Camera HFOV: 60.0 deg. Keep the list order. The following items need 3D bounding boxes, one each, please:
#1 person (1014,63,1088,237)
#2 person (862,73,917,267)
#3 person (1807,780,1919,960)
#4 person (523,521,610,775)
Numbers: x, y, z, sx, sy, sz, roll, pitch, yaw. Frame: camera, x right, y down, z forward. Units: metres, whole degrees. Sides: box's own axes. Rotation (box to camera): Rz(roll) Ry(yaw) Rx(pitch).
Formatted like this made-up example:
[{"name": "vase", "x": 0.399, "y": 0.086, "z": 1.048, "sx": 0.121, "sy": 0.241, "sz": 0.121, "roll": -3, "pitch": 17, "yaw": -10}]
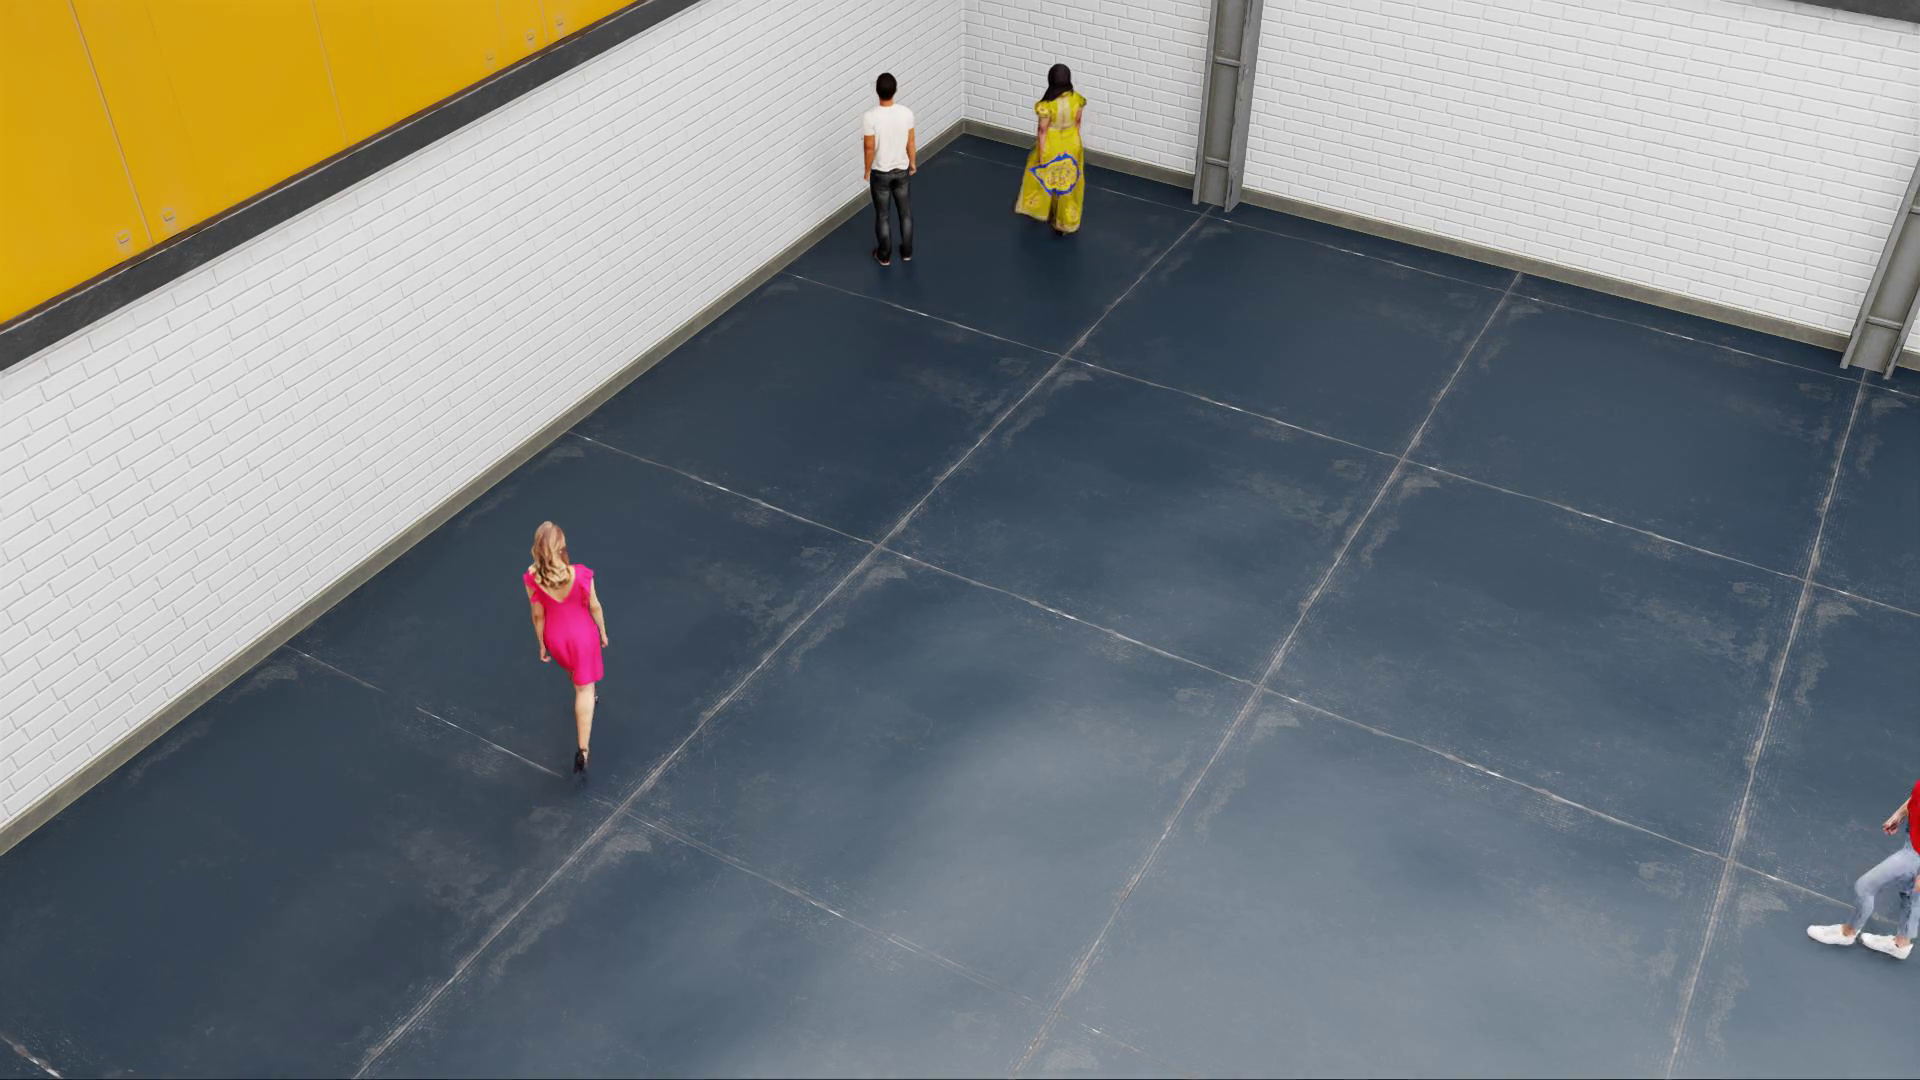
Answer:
[{"name": "person", "x": 0.950, "y": -3.601, "z": 15.530, "sx": 1.029, "sy": 1.634, "sz": 1.098, "roll": -13, "pitch": 40, "yaw": -16}, {"name": "person", "x": -0.639, "y": -3.364, "z": 15.098, "sx": 0.715, "sy": 1.803, "sz": 0.752, "roll": -13, "pitch": 40, "yaw": -15}, {"name": "person", "x": 5.220, "y": 1.676, "z": 8.882, "sx": 0.787, "sy": 1.685, "sz": 0.680, "roll": 16, "pitch": 41, "yaw": 19}, {"name": "person", "x": -2.375, "y": 0.670, "z": 10.140, "sx": 1.063, "sy": 1.686, "sz": 0.986, "roll": -1, "pitch": 39, "yaw": -1}]
